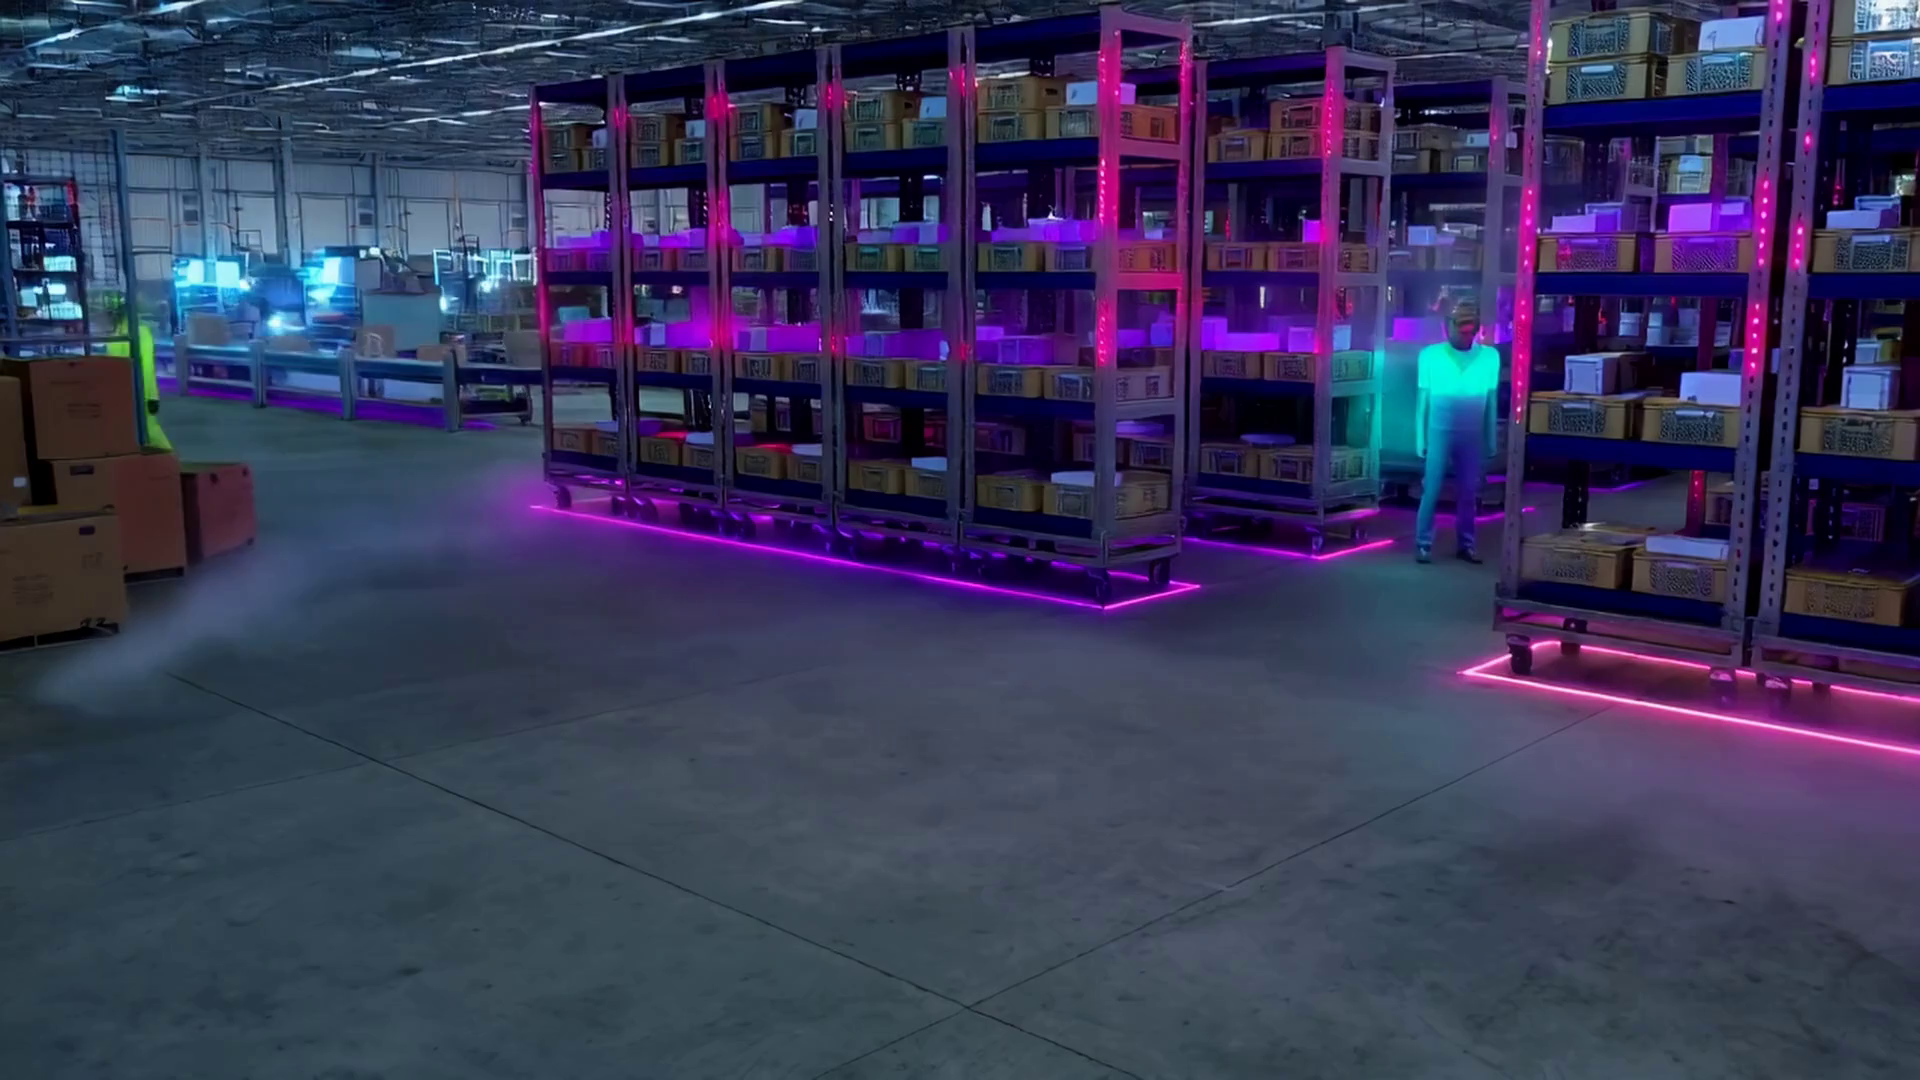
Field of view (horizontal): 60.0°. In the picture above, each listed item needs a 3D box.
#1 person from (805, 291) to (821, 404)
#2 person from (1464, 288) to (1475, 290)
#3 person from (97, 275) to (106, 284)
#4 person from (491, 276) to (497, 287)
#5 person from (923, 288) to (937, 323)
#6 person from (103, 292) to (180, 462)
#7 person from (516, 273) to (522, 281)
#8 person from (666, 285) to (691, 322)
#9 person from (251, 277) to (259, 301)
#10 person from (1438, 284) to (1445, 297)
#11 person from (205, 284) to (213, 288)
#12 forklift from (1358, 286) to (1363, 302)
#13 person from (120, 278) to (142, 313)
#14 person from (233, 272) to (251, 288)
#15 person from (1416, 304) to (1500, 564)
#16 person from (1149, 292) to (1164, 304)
[{"bbox_3d":[-1.958,-2.396,22.020,0.588,1.783,0.976,8,12,42],"label":"person"},{"bbox_3d":[20.464,-9.736,66.588,0.371,1.915,0.597,-8,12,-41],"label":"person"},{"bbox_3d":[-38.729,-11.042,74.983,0.979,1.798,0.621,-9,13,-43],"label":"person"},{"bbox_3d":[-21.985,-11.611,78.615,0.294,1.744,0.486,-8,12,-40],"label":"person"},{"bbox_3d":[-0.827,-6.108,44.627,0.404,1.824,0.586,1,9,5],"label":"person"},{"bbox_3d":[-7.788,-1.388,15.605,1.014,1.859,0.652,-8,13,-42],"label":"person"},{"bbox_3d":[-22.807,-12.839,85.773,0.962,1.862,0.628,0,9,0],"label":"person"},{"bbox_3d":[-5.848,-4.456,34.783,0.540,1.727,0.861,-3,10,-19],"label":"person"},{"bbox_3d":[-27.472,-9.368,64.829,0.523,1.756,0.365,9,13,44],"label":"person"},{"bbox_3d":[13.224,-6.399,46.139,0.636,1.914,0.798,-6,11,-35],"label":"person"},{"bbox_3d":[-37.177,-12.202,82.369,0.536,1.699,0.322,6,11,35],"label":"person"},{"bbox_3d":[11.100,-7.017,46.970,1.873,2.768,1.129,9,13,43],"label":"forklift"},{"bbox_3d":[-23.363,-6.554,46.862,1.046,1.987,0.627,-2,9,-10],"label":"person"},{"bbox_3d":[-26.507,-8.917,61.445,0.628,1.964,0.912,-2,9,-10],"label":"person"},{"bbox_3d":[3.484,-0.742,11.698,0.585,1.837,0.390,0,9,0],"label":"person"},{"bbox_3d":[6.425,-7.730,54.353,0.619,1.892,0.659,-6,11,-32],"label":"person"}]
